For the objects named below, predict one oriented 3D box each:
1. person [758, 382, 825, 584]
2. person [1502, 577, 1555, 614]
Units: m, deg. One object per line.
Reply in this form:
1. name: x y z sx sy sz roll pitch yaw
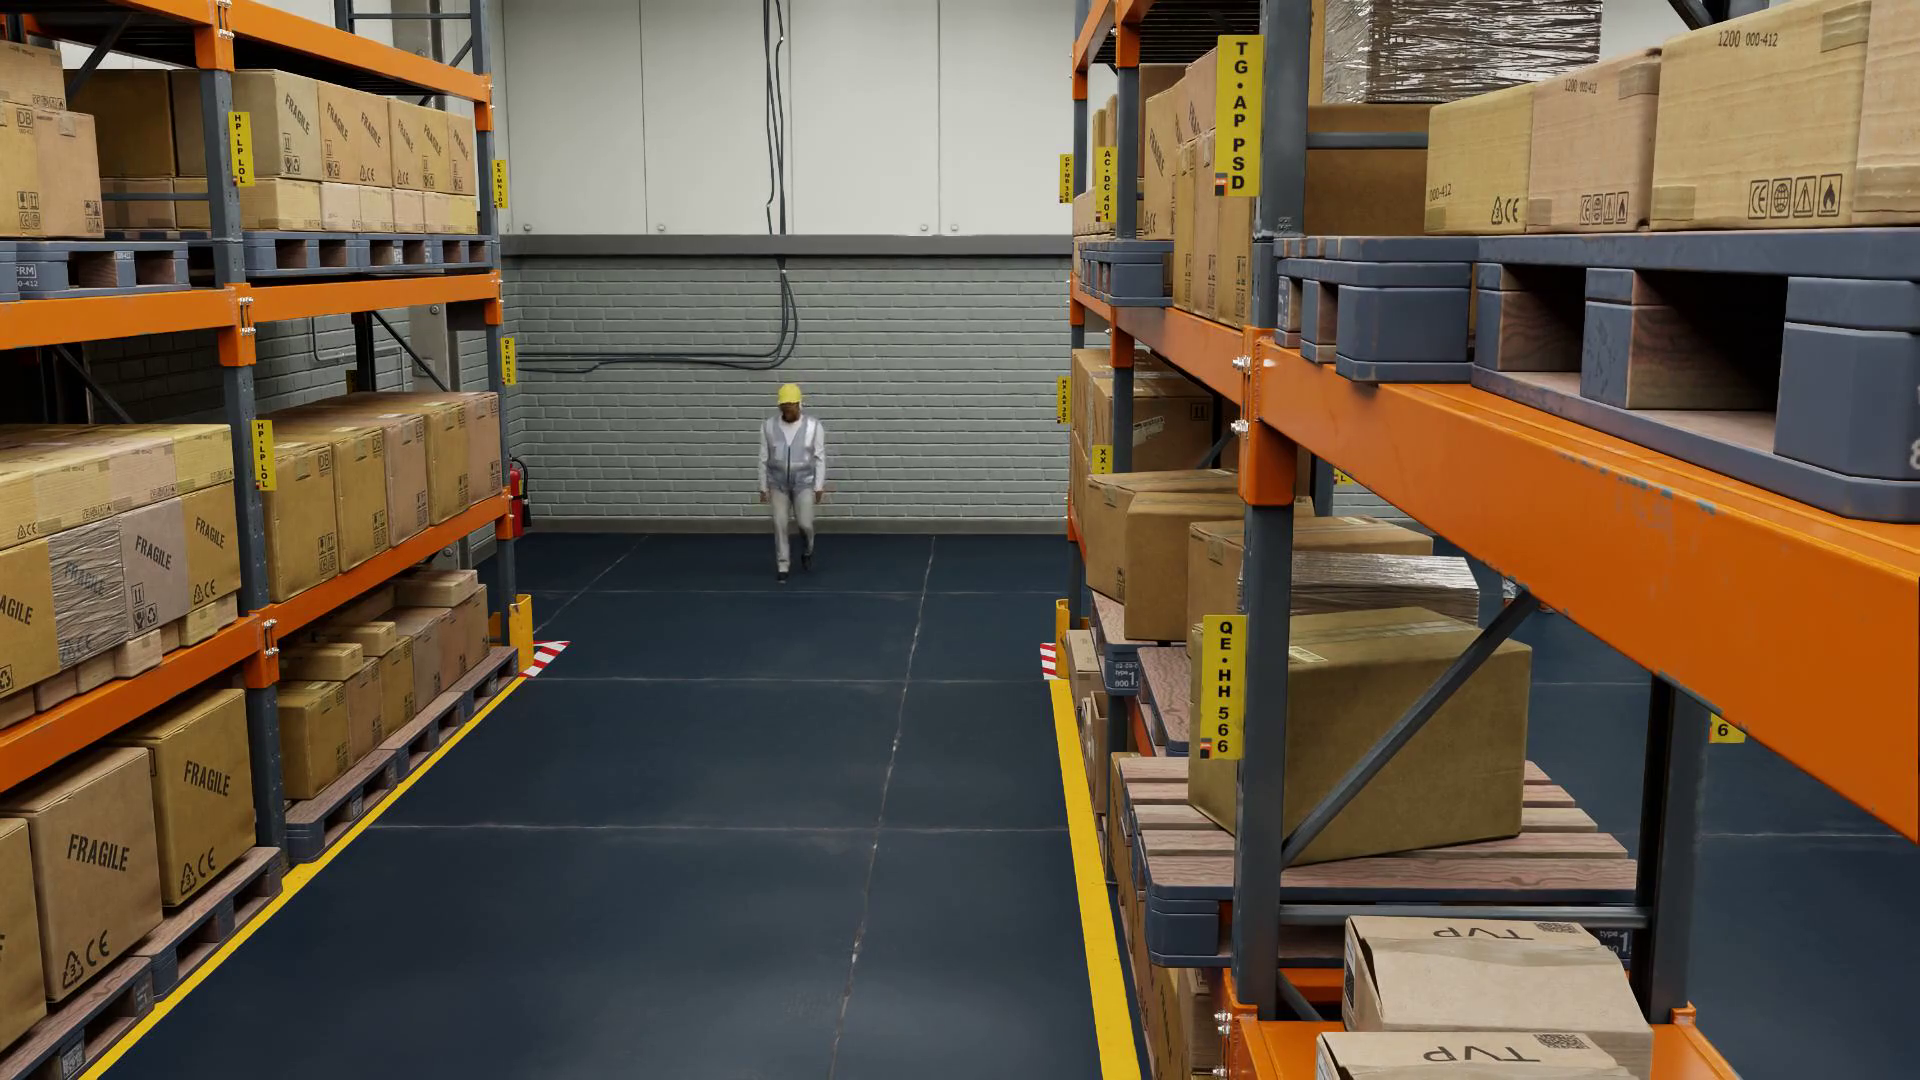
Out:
1. person: -1.516 -0.521 15.001 0.598 1.819 0.502 0 10 1
2. person: 4.731 -0.353 13.696 0.638 1.938 0.357 0 10 1
